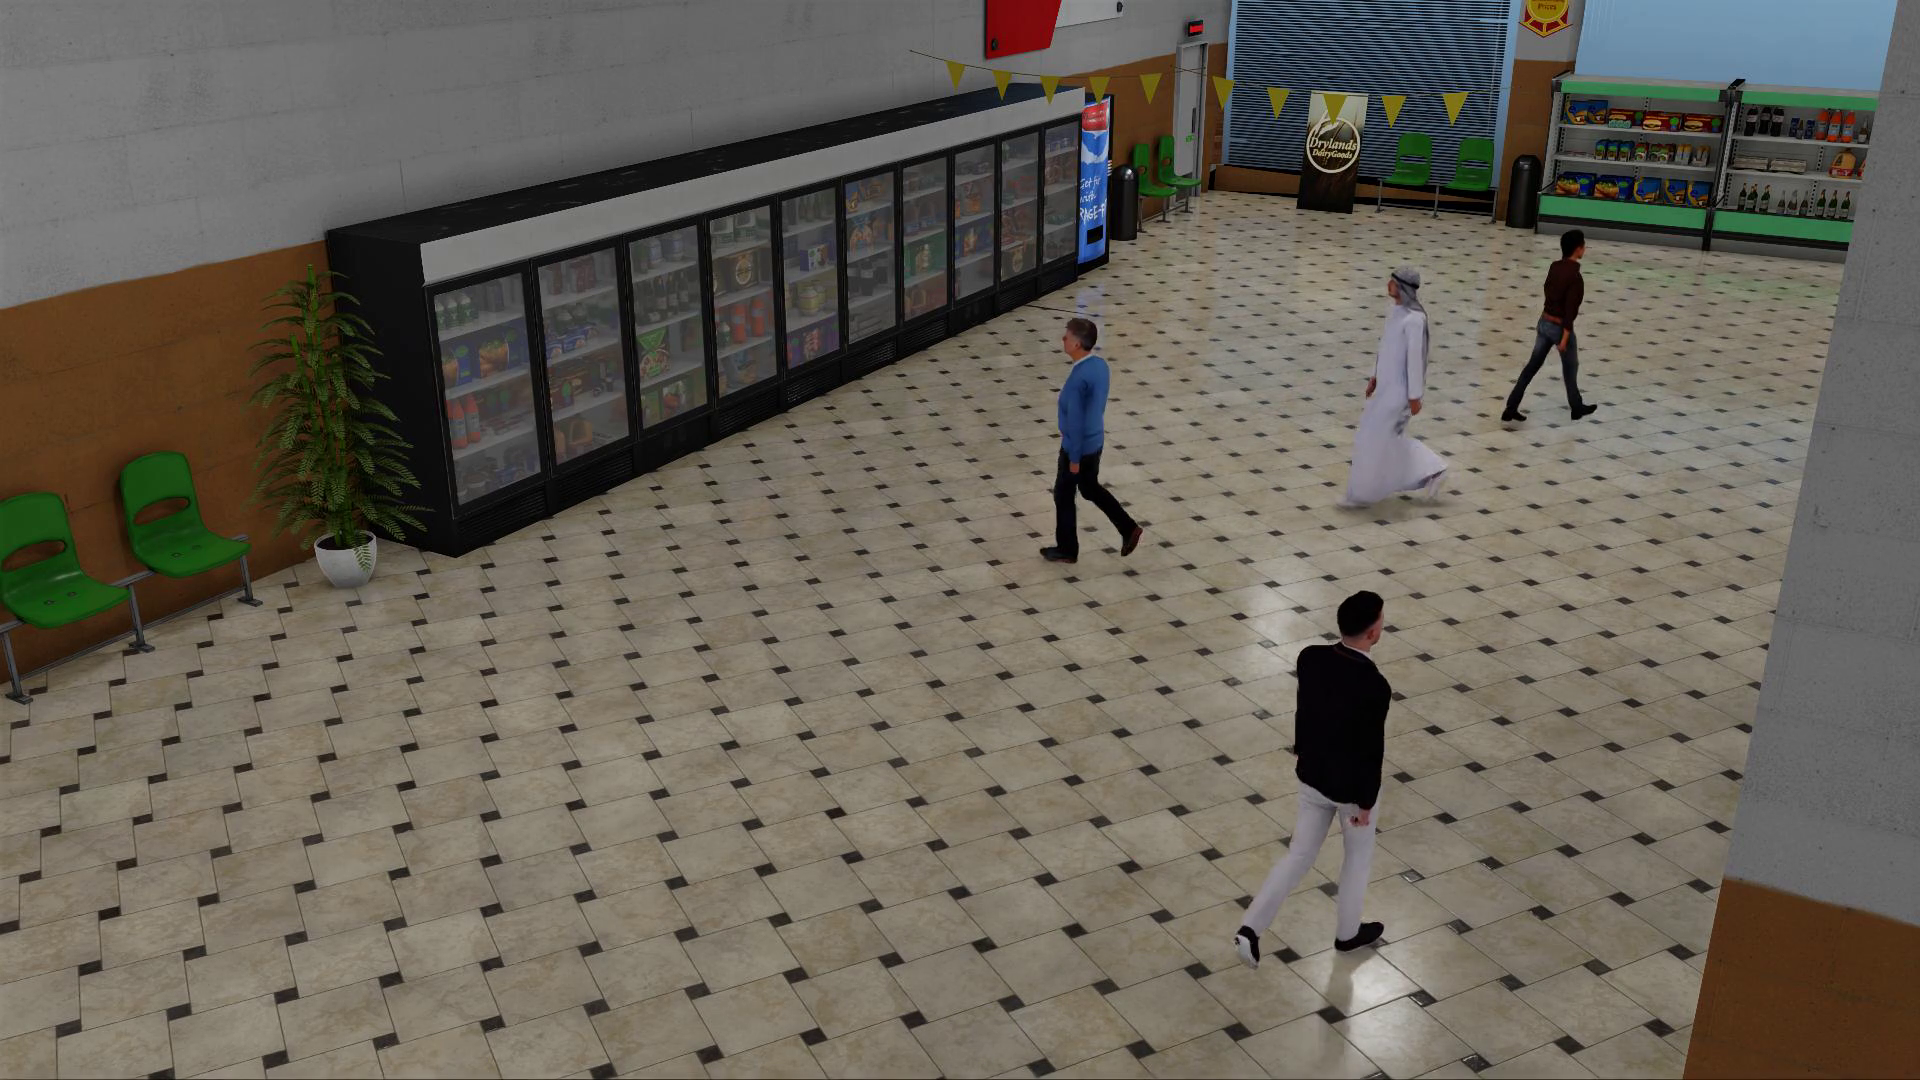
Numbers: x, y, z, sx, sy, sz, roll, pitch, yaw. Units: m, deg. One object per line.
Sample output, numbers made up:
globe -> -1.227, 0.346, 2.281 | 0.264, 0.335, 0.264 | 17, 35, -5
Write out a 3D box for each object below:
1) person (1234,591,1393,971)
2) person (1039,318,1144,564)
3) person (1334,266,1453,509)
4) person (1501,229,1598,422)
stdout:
person -> 1.575, 1.093, 7.261 | 0.982, 1.816, 1.138 | -16, 27, -35
person -> 0.940, -0.670, 11.669 | 0.964, 1.800, 0.668 | 11, 24, 25
person -> 3.422, -1.138, 12.708 | 1.248, 1.895, 1.022 | 0, 22, 1
person -> 5.161, -1.826, 14.638 | 1.206, 1.732, 1.164 | -6, 23, -16
